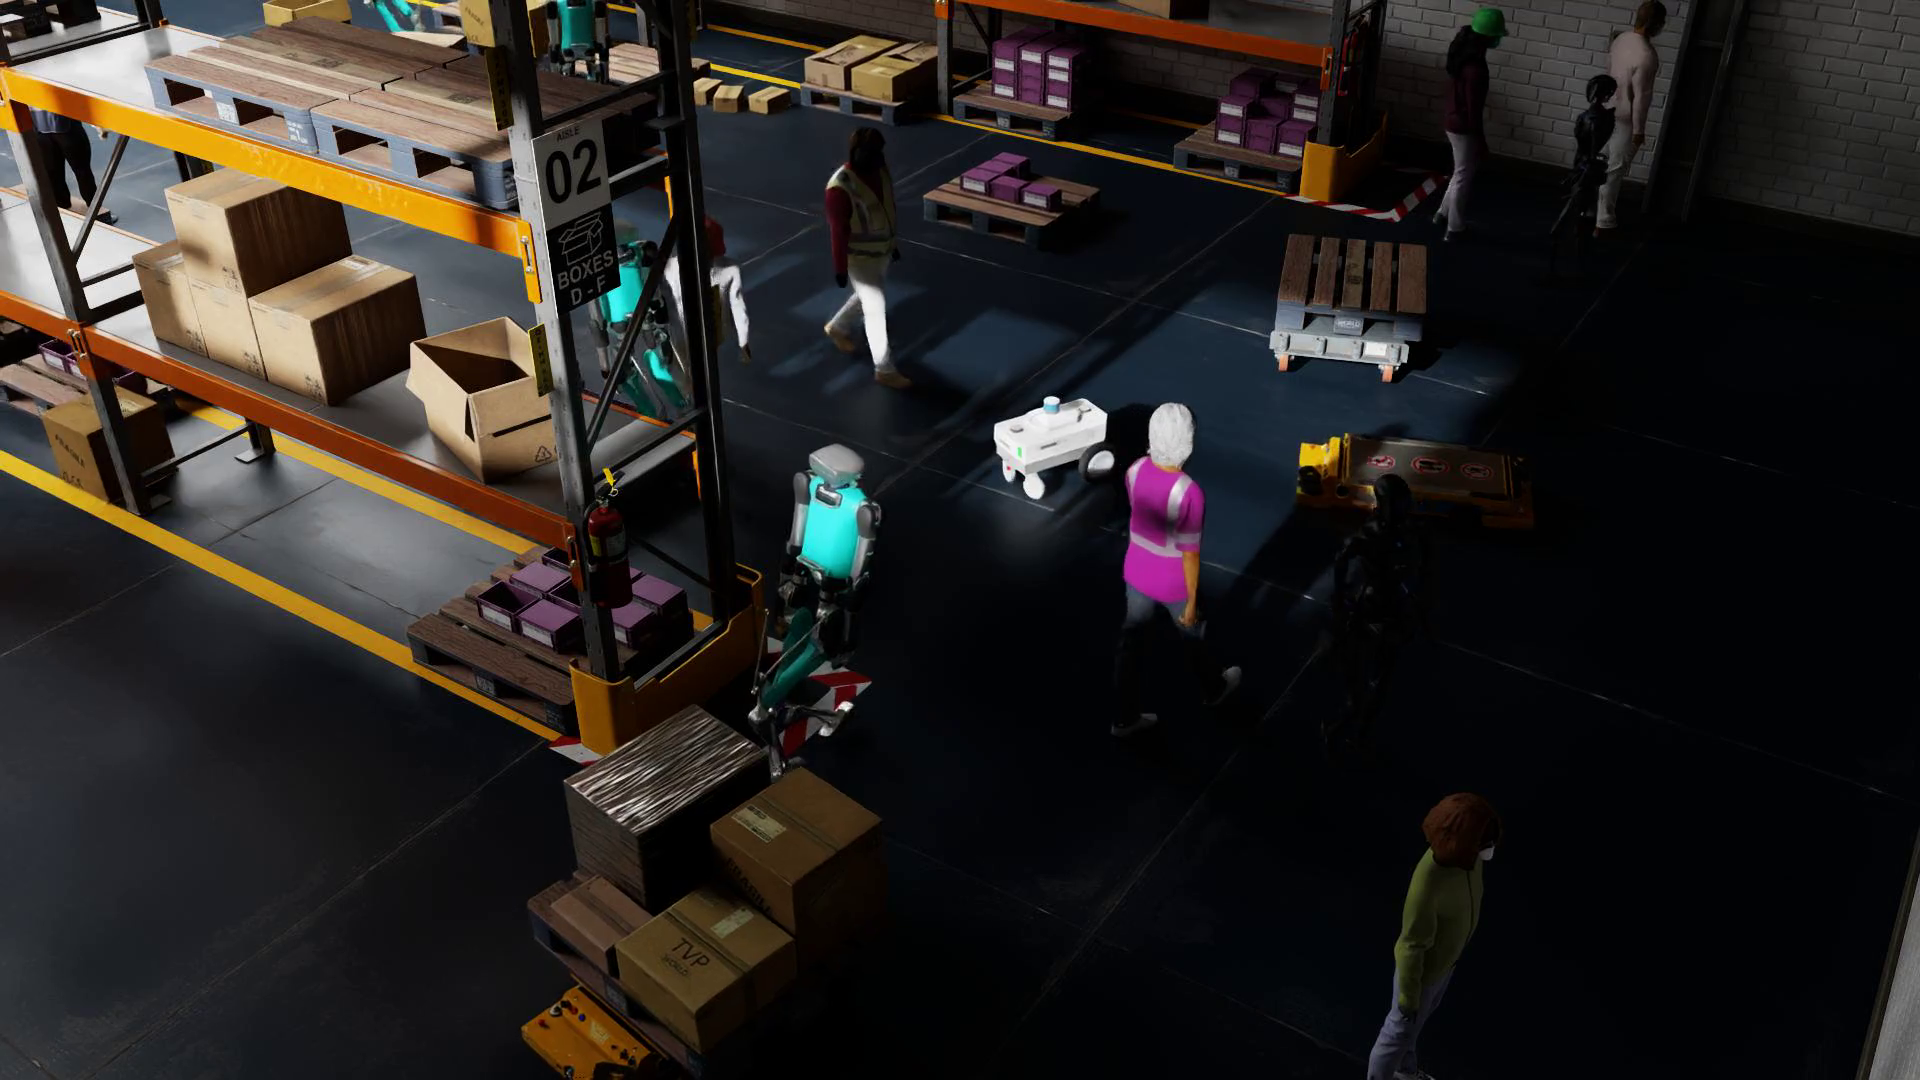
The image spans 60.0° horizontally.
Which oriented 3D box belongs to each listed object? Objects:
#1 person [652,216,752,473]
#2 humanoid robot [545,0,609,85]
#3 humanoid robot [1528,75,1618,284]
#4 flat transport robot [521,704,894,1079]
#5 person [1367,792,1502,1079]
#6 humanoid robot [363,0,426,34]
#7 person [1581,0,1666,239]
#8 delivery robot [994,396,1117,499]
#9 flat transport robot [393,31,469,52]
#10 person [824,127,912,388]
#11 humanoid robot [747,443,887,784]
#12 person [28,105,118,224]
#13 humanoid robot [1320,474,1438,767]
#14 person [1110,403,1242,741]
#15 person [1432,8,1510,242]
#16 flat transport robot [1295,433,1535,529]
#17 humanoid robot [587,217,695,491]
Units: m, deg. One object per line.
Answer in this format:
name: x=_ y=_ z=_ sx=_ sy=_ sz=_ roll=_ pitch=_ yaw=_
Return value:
person: x=-1.626 y=-1.282 z=10.544 sx=0.570 sy=1.673 sz=0.926 roll=-18 pitch=37 yaw=-25
humanoid robot: x=-3.329 y=-3.964 z=14.646 sx=0.562 sy=1.775 sz=0.915 roll=-5 pitch=33 yaw=-8
humanoid robot: x=4.798 y=-2.786 z=12.869 sx=0.502 sy=1.644 sz=0.590 roll=7 pitch=34 yaw=11
flat transport robot: x=-1.080 y=1.828 z=7.063 sx=0.659 sy=0.231 sz=1.431 roll=27 pitch=42 yaw=35
person: x=1.763 y=1.572 z=6.202 sx=0.265 sy=1.632 sz=0.507 roll=22 pitch=39 yaw=30
humanoid robot: x=-5.901 y=-5.664 z=17.336 sx=0.712 sy=1.909 sz=0.550 roll=17 pitch=37 yaw=24
person: x=5.449 y=-3.446 z=13.645 sx=0.371 sy=1.935 sz=0.627 roll=-3 pitch=33 yaw=-4
delivery robot: x=0.605 y=-0.630 z=10.593 sx=0.781 sy=0.610 sz=0.499 roll=-18 pitch=37 yaw=-25
flat transport robot: x=-5.044 y=-3.825 z=15.752 sx=1.431 sy=0.231 sz=0.659 roll=7 pitch=34 yaw=10
person: x=-0.675 y=-2.003 z=11.554 sx=0.845 sy=1.813 sz=0.633 roll=18 pitch=37 yaw=26
humanoid robot: x=-0.797 y=0.461 z=7.836 sx=0.536 sy=1.721 sz=0.971 roll=26 pitch=41 yaw=34
person: x=-7.468 y=-3.399 z=13.732 sx=0.763 sy=1.756 sz=0.447 roll=-3 pitch=33 yaw=-4
humanoid robot: x=2.009 y=0.404 z=7.964 sx=0.598 sy=1.651 sz=0.337 roll=-11 pitch=35 yaw=-17
person: x=1.078 y=0.129 z=8.262 sx=0.900 sy=1.813 sz=0.514 roll=-28 pitch=42 yaw=-36
person: x=4.127 y=-3.361 z=13.507 sx=0.501 sy=1.935 sz=0.534 roll=5 pitch=33 yaw=8
flat transport robot: x=2.853 y=-0.378 z=10.454 sx=1.431 sy=0.231 sz=0.659 roll=7 pitch=34 yaw=11
humanoid robot: x=-1.870 y=-1.045 z=10.132 sx=0.530 sy=1.777 sz=0.760 roll=-28 pitch=43 yaw=-36
